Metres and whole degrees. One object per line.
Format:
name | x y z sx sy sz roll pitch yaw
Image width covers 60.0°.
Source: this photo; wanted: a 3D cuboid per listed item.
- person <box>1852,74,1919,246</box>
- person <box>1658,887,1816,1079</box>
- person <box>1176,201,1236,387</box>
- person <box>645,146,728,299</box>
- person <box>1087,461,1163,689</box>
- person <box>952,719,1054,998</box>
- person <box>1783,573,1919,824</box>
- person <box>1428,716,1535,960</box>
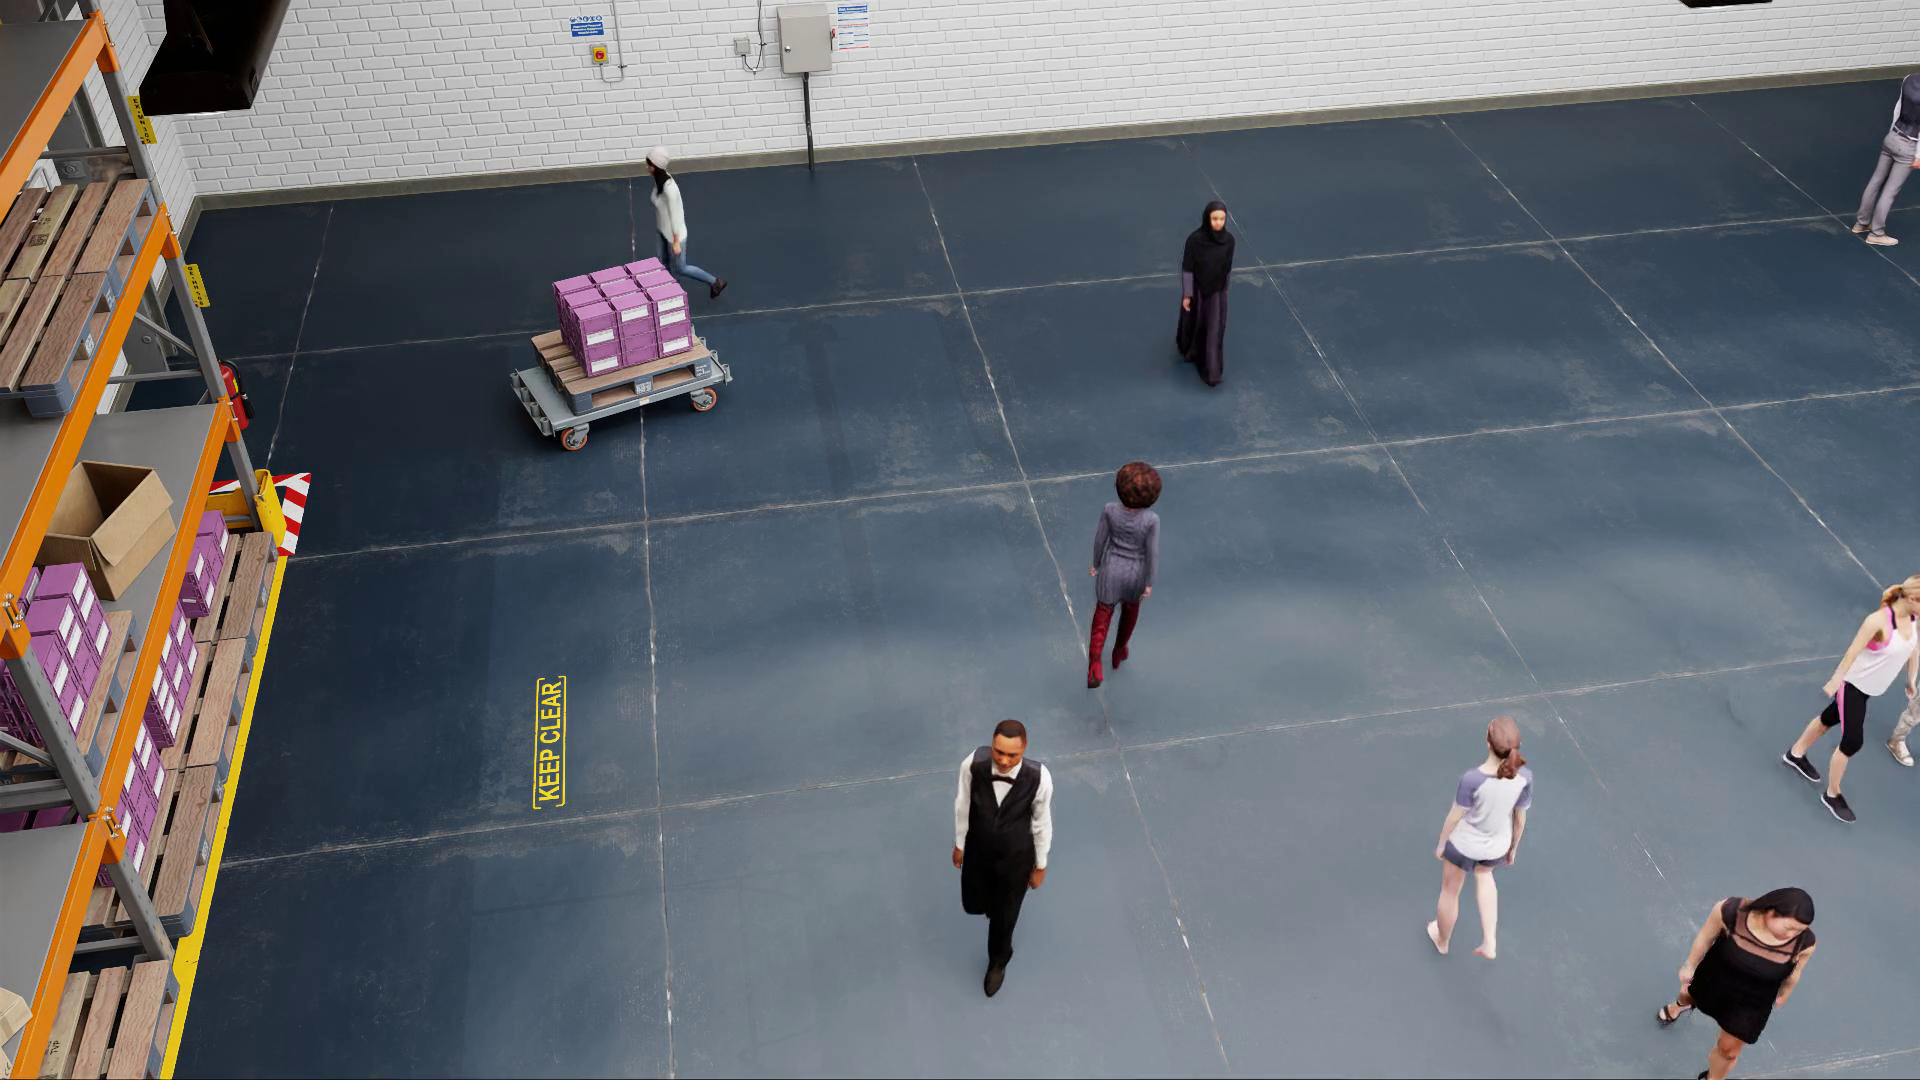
person | 9.001 -3.777 15.866 0.718 1.938 0.507 -4 39 -5
person | 3.958 2.230 8.560 0.948 1.668 1.012 27 46 30
person | 2.056 -2.173 14.122 0.701 1.608 1.140 -1 39 -2
person | -2.500 -2.755 14.837 0.836 1.625 0.965 -16 41 -19
person | 1.072 0.289 10.973 0.883 1.690 1.033 11 40 14
person | 0.244 1.629 9.123 0.960 1.905 1.087 11 40 14
person | 5.481 0.822 10.252 0.768 1.757 0.946 -18 42 -22
person | 2.873 1.719 9.129 0.594 1.757 0.696 -4 39 -5
